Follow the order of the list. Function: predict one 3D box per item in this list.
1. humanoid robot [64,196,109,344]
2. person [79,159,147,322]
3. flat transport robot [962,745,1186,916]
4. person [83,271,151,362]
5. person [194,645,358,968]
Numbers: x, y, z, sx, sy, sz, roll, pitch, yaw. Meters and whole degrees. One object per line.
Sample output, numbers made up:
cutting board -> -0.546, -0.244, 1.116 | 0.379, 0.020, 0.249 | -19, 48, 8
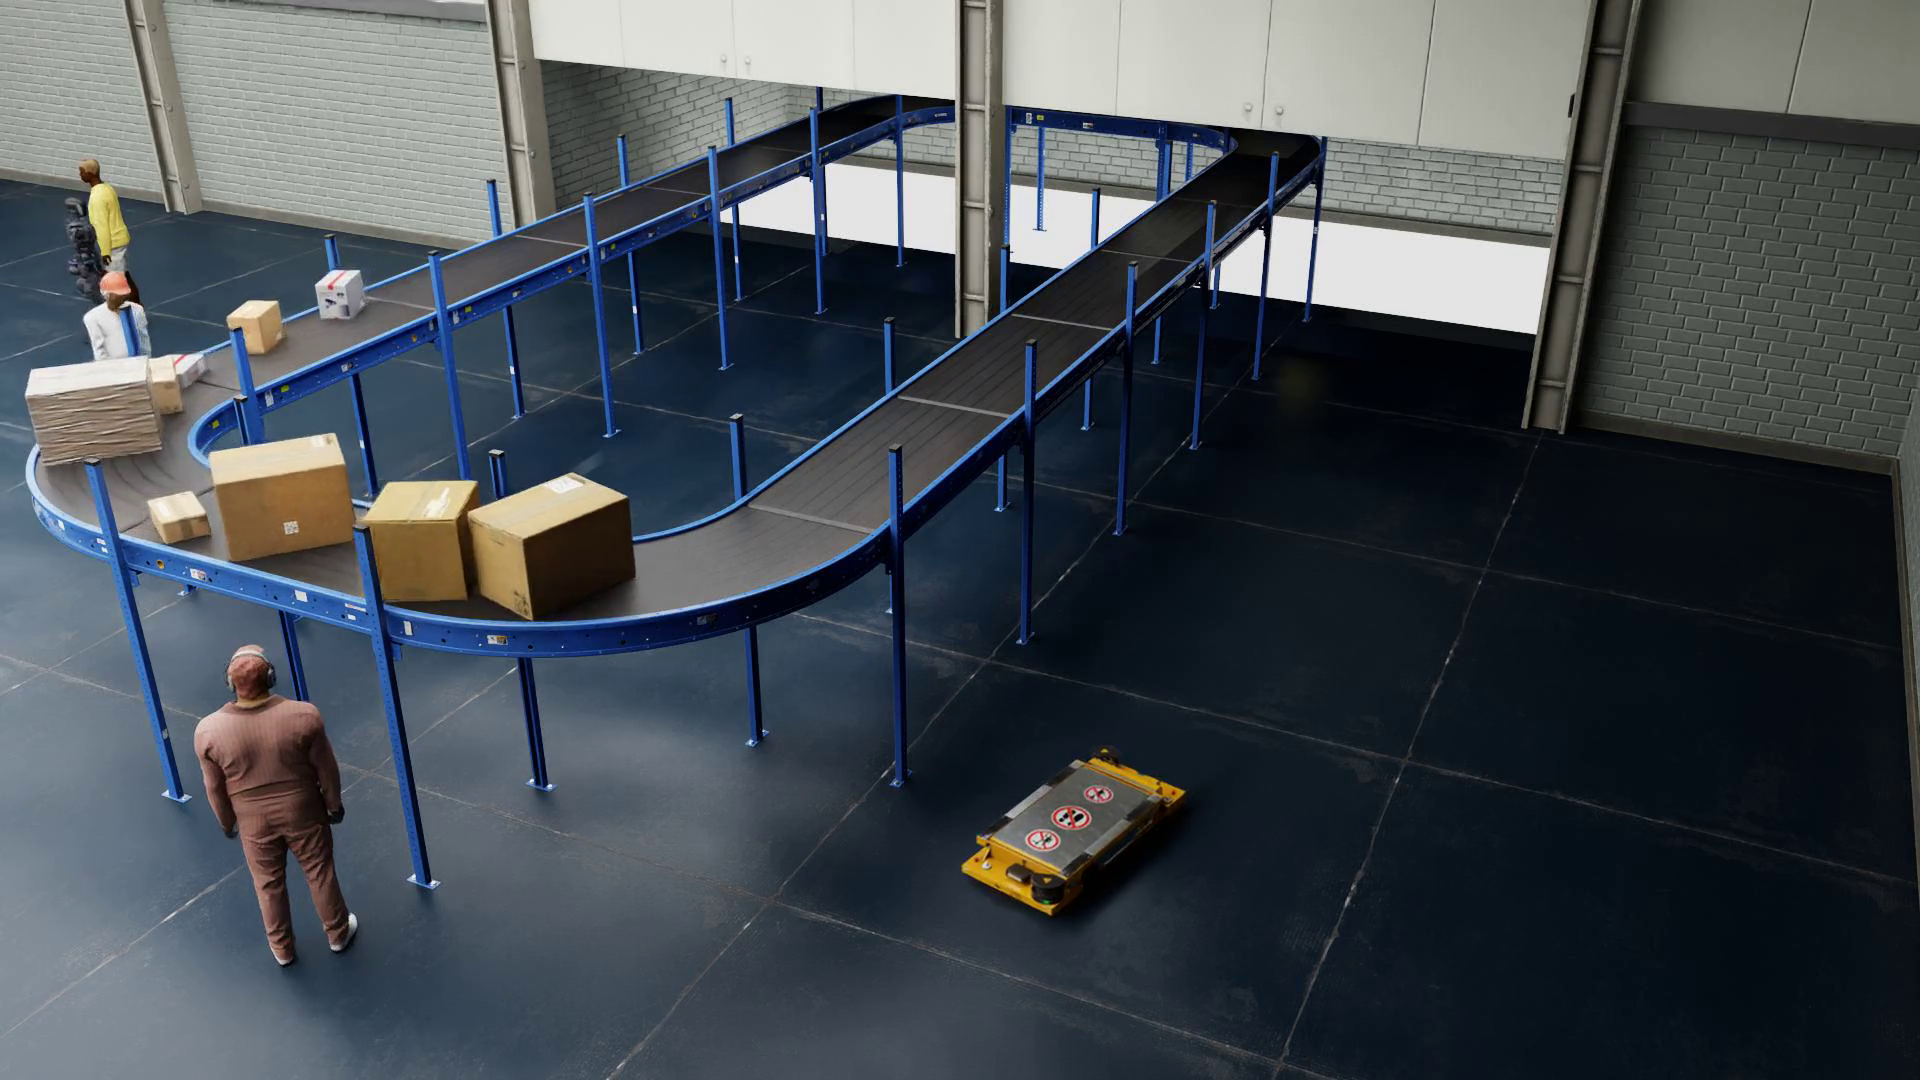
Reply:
humanoid robot -> -9.230, -2.846, 17.664 | 0.589, 1.637, 0.597 | -5, 27, -10
person -> -9.241, -3.209, 18.125 | 0.376, 1.893, 0.538 | -8, 27, -15
flat transport robot -> 0.707, 1.720, 10.010 | 0.659, 0.231, 1.431 | 19, 32, 34
person -> -7.614, -1.624, 15.131 | 0.835, 1.710, 0.543 | 22, 34, 37
person -> -3.597, 1.412, 8.796 | 0.658, 1.905, 0.406 | -8, 28, -16
